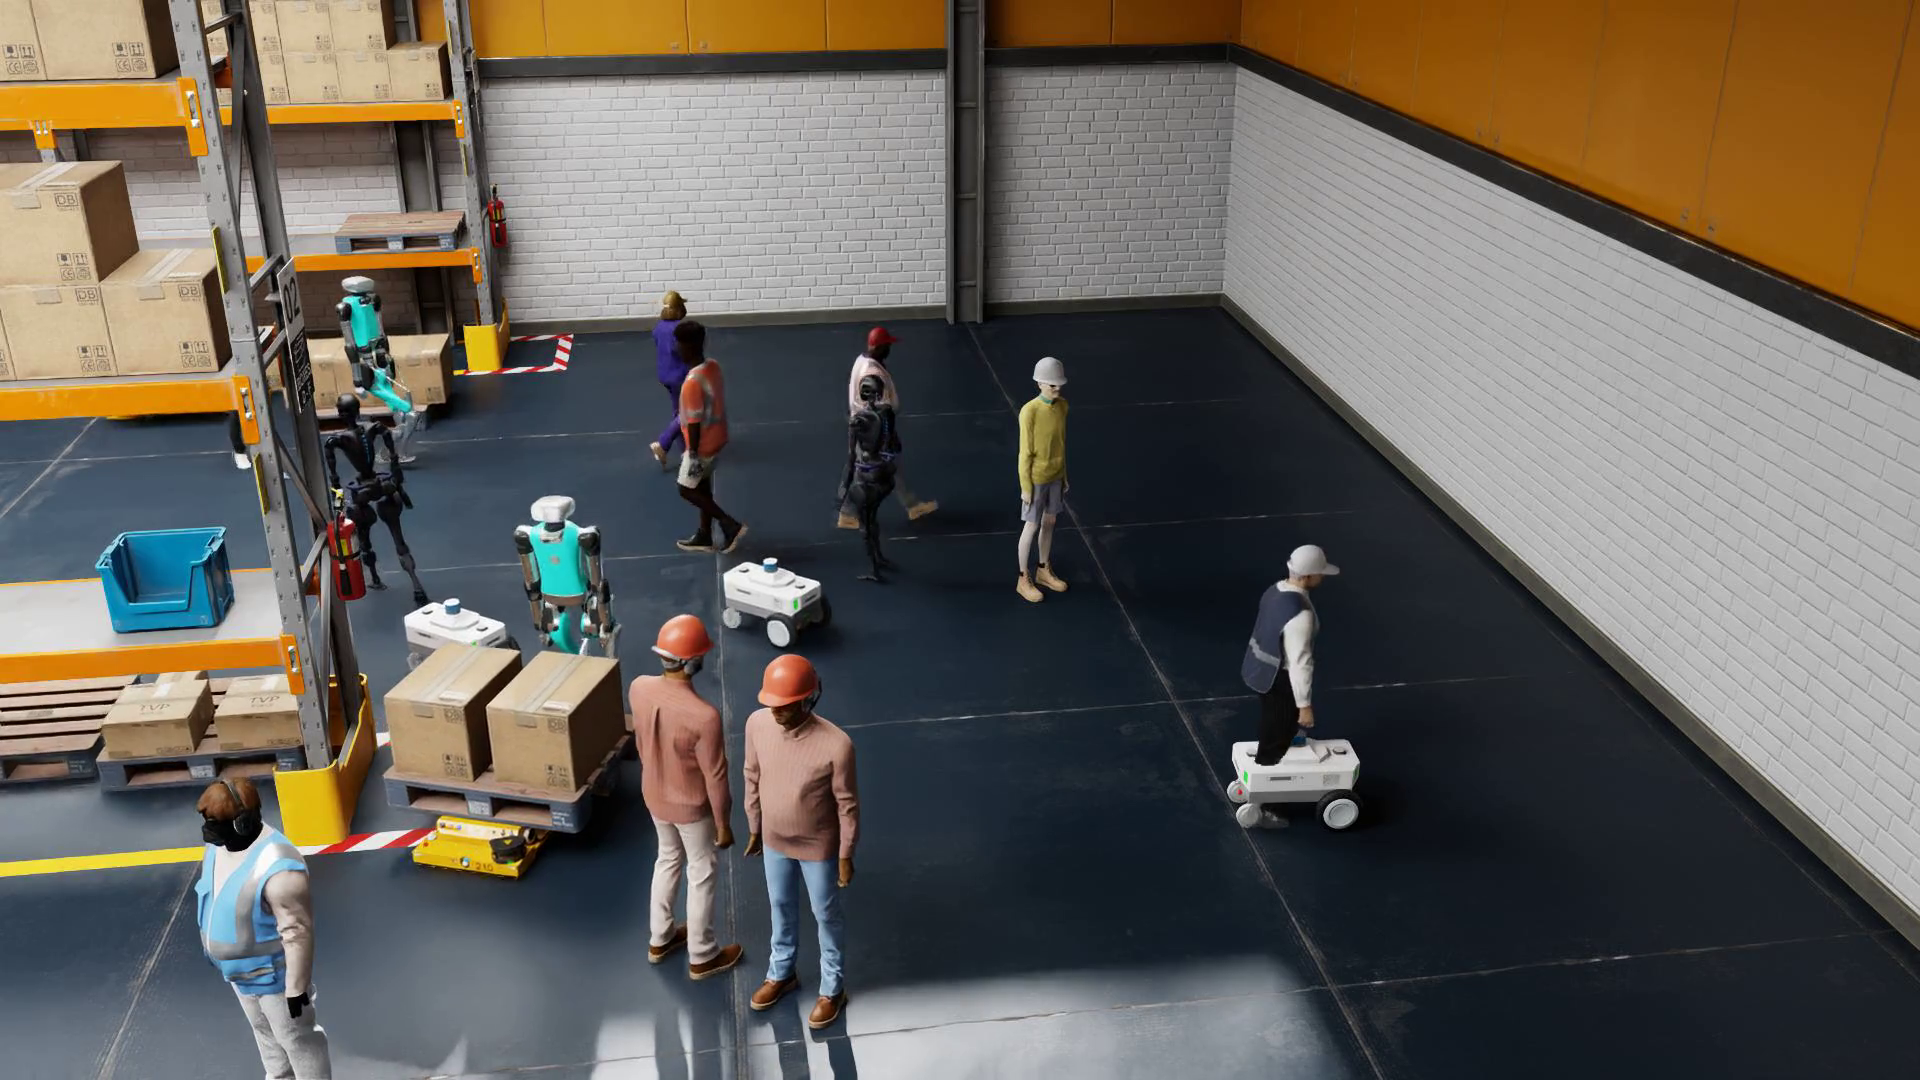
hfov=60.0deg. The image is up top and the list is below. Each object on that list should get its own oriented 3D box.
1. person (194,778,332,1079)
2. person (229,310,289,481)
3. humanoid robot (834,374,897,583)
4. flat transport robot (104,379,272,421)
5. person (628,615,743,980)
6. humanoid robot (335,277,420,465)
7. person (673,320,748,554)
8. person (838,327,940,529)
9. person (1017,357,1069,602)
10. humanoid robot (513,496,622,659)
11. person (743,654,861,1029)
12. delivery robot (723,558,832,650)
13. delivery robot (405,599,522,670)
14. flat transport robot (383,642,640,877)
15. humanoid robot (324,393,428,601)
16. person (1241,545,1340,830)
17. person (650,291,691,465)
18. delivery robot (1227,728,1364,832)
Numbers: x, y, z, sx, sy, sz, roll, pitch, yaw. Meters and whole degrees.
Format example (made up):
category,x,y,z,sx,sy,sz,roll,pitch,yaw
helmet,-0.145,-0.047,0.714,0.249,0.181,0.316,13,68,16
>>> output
category,x,y,z,sx,sy,sz,roll,pitch,yaw
person,-3.034,1.846,7.237,0.629,1.843,0.429,18,29,35
person,-6.384,-1.447,14.744,0.520,1.829,0.833,-17,29,-34
humanoid robot,-0.709,-0.470,12.712,0.372,1.658,0.601,16,28,32
flat transport robot,-7.712,-1.418,16.628,1.431,0.231,0.659,-3,24,-8
person,-1.360,1.293,8.327,0.631,1.980,0.421,17,29,34
humanoid robot,-5.077,-1.455,14.902,0.852,1.776,0.589,6,25,14
person,-2.010,-0.782,13.099,0.561,1.938,0.625,5,24,12
person,-0.609,-0.901,13.658,0.903,1.708,0.629,0,24,-1
person,0.628,-0.469,12.452,0.486,1.888,0.397,-21,31,-39
humanoid robot,-2.415,0.447,10.568,0.530,1.732,0.999,2,24,4
person,-0.770,1.436,7.981,0.611,1.995,0.388,12,26,25
delivery robot,-1.344,0.431,12.070,0.794,0.603,0.499,14,27,29
delivery robot,-3.442,0.703,11.446,0.774,0.599,0.499,13,27,27
flat transport robot,-2.619,1.508,9.960,0.659,0.231,1.431,5,24,12
humanoid robot,-4.348,-0.302,12.398,0.768,1.635,0.609,21,31,39
person,1.908,0.815,9.752,0.528,1.720,0.805,-2,24,-4
person,-2.587,-1.447,15.018,0.470,1.603,0.587,21,31,40
delivery robot,2.006,1.405,9.864,0.803,0.614,0.499,-1,24,-3
